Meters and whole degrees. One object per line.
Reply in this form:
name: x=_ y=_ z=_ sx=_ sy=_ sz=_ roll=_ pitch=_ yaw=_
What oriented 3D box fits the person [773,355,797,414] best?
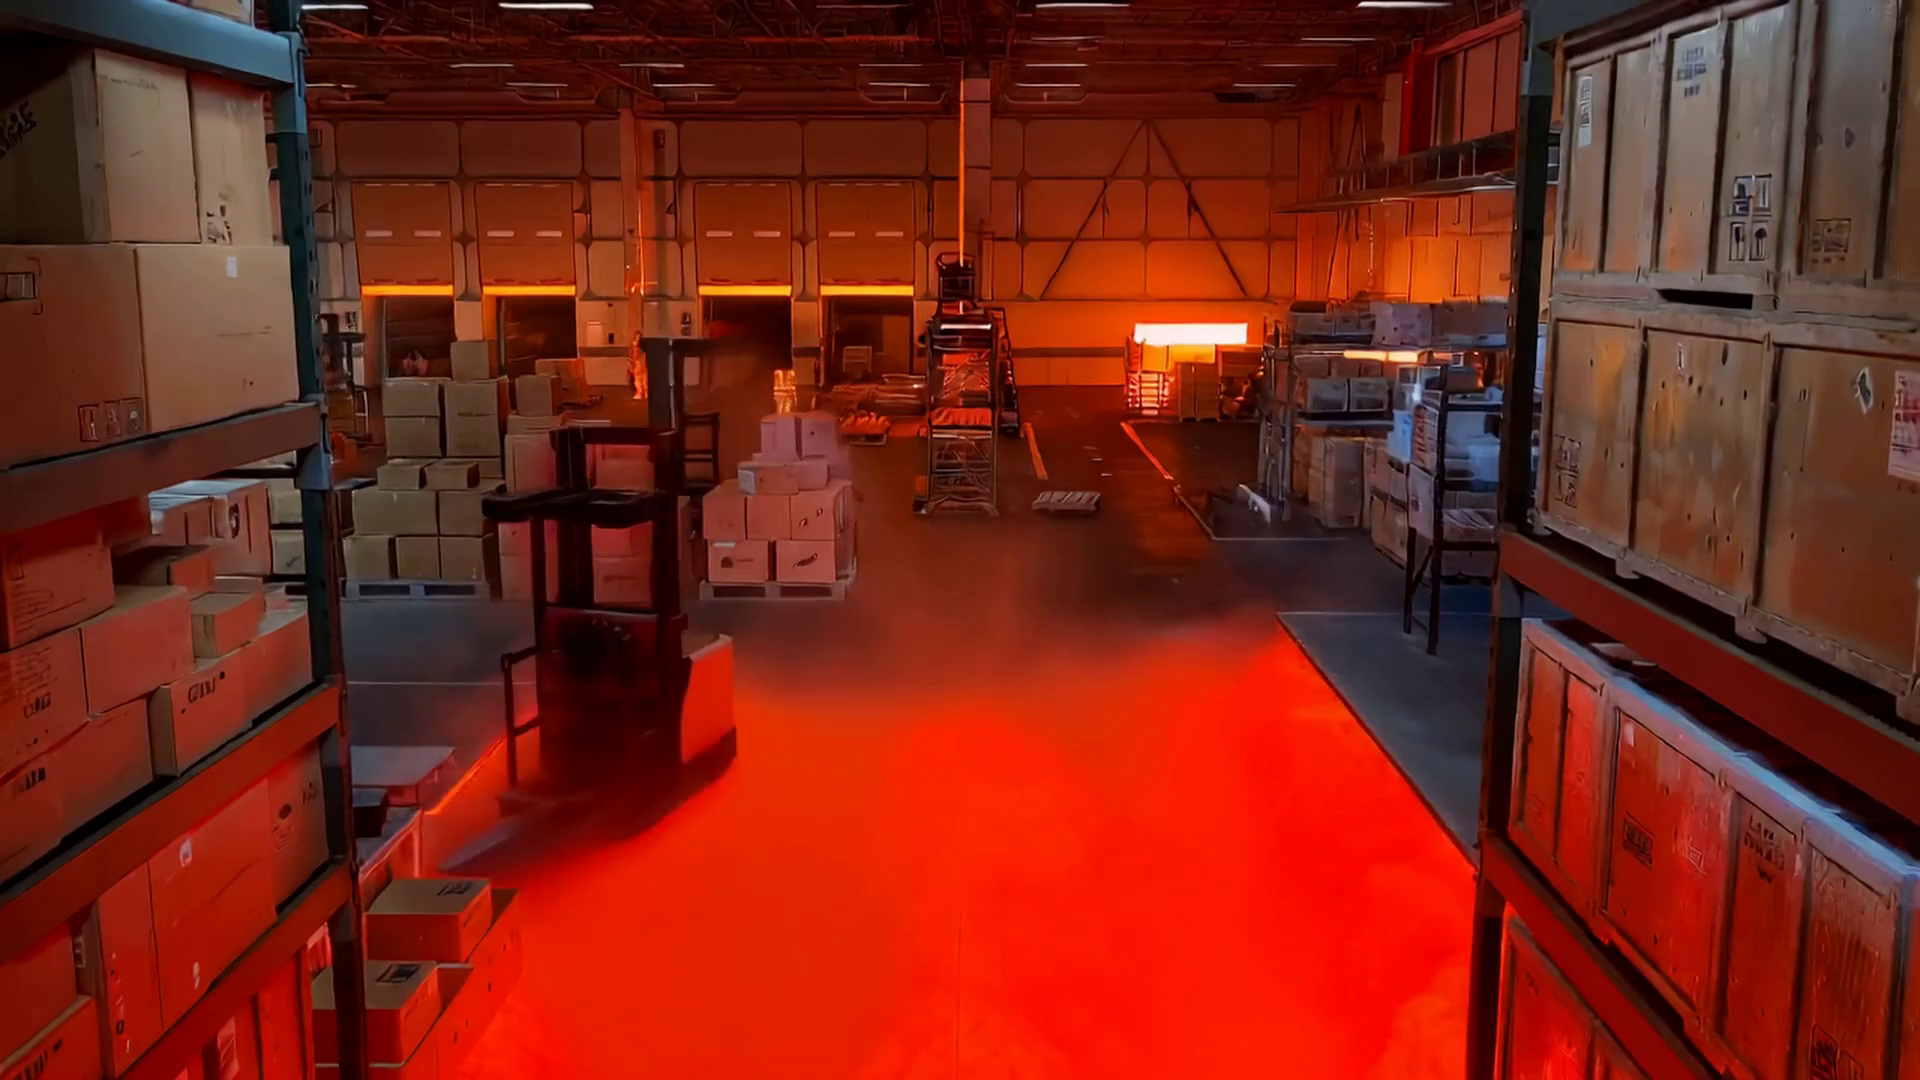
person: x=-3.844 y=-3.117 z=36.550 sx=0.573 sy=1.887 sz=0.355 roll=-8 pitch=13 yaw=-38

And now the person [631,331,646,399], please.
person: x=-9.095 y=-4.946 z=46.989 sx=0.545 sy=1.929 sz=0.391 roll=9 pitch=13 yaw=41

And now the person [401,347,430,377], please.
person: x=-13.073 y=-3.695 z=39.923 sx=0.650 sy=1.887 sz=1.034 roll=-8 pitch=12 yaw=-38

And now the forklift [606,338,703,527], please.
forklift: x=-4.555 y=-1.634 z=25.130 sx=1.873 sy=2.768 sz=1.129 roll=-1 pitch=10 yaw=-7

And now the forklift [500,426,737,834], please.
forklift: x=-2.544 y=0.545 z=12.557 sx=1.129 sy=2.768 sz=1.873 roll=3 pitch=10 yaw=16

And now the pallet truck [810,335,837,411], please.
pallet truck: x=-3.021 y=-4.312 z=43.126 sx=1.885 sy=1.965 sz=0.823 roll=3 pitch=10 yaw=17

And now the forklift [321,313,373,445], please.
forklift: x=-13.638 y=-3.434 z=35.516 sx=1.873 sy=2.768 sz=1.129 roll=8 pitch=13 yaw=39
